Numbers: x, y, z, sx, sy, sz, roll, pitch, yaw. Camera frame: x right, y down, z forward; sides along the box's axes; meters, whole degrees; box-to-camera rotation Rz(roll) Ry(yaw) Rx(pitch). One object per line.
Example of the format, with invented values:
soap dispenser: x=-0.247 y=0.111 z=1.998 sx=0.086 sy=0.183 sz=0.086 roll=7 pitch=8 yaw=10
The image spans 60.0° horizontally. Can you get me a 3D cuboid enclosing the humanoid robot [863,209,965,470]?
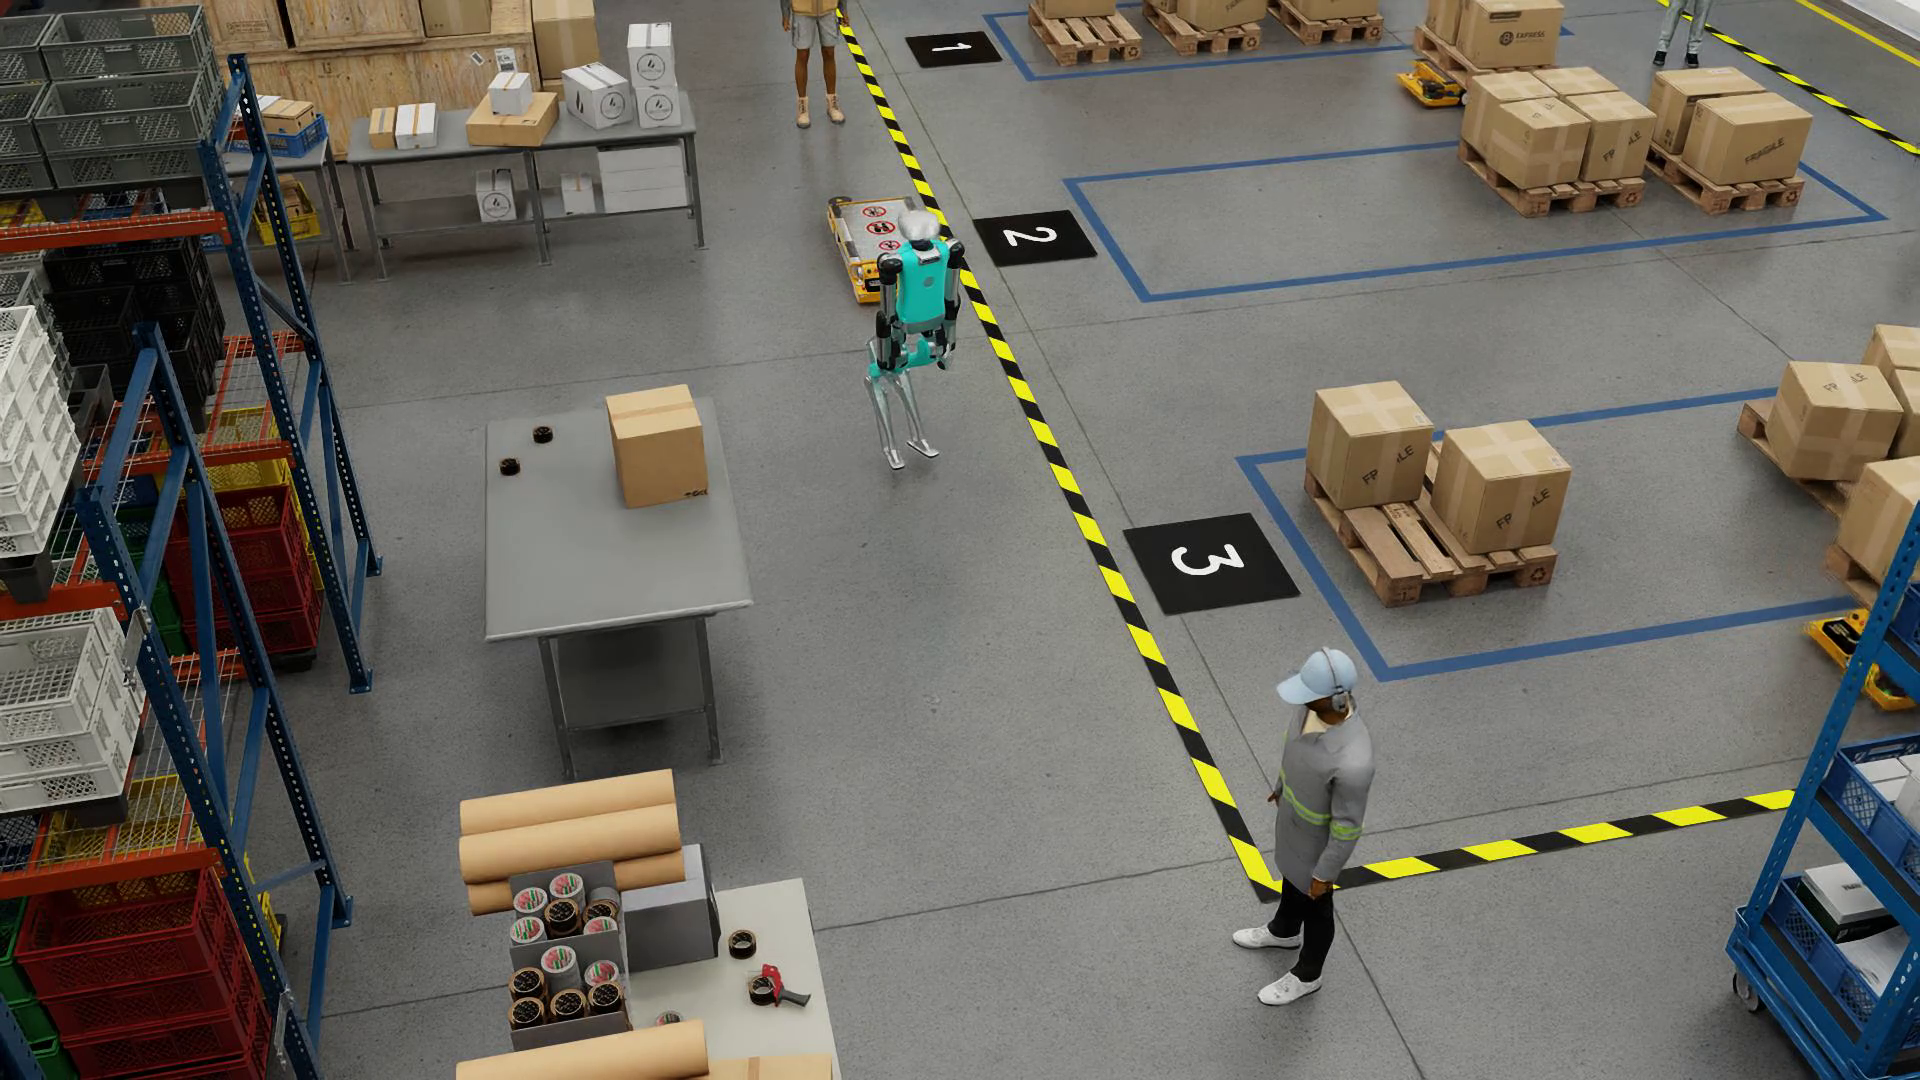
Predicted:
humanoid robot: x=-0.344 y=-1.244 z=9.886 sx=0.533 sy=1.673 sz=0.735 roll=-19 pitch=41 yaw=-23

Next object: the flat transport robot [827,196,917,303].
flat transport robot: x=-0.570 y=-2.220 z=12.538 sx=0.659 sy=0.231 sz=1.431 roll=-8 pitch=37 yaw=-10

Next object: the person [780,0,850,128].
person: x=-1.234 y=-4.536 z=14.167 sx=0.607 sy=2.043 sz=0.377 roll=-9 pitch=38 yaw=-12

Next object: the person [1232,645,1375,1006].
person: x=1.382 y=1.144 z=6.692 sx=0.395 sy=1.849 sz=0.588 roll=-6 pitch=37 yaw=-8

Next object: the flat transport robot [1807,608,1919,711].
flat transport robot: x=5.356 y=0.521 z=8.831 sx=1.431 sy=0.197 sz=0.652 roll=-8 pitch=37 yaw=-10

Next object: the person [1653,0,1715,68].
person: x=6.849 y=-5.284 z=15.346 sx=0.599 sy=1.827 sz=0.404 roll=8 pitch=37 yaw=10

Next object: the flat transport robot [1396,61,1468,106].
flat transport robot: x=4.809 y=-4.240 z=15.229 sx=1.431 sy=0.197 sz=0.652 roll=-8 pitch=37 yaw=-10
